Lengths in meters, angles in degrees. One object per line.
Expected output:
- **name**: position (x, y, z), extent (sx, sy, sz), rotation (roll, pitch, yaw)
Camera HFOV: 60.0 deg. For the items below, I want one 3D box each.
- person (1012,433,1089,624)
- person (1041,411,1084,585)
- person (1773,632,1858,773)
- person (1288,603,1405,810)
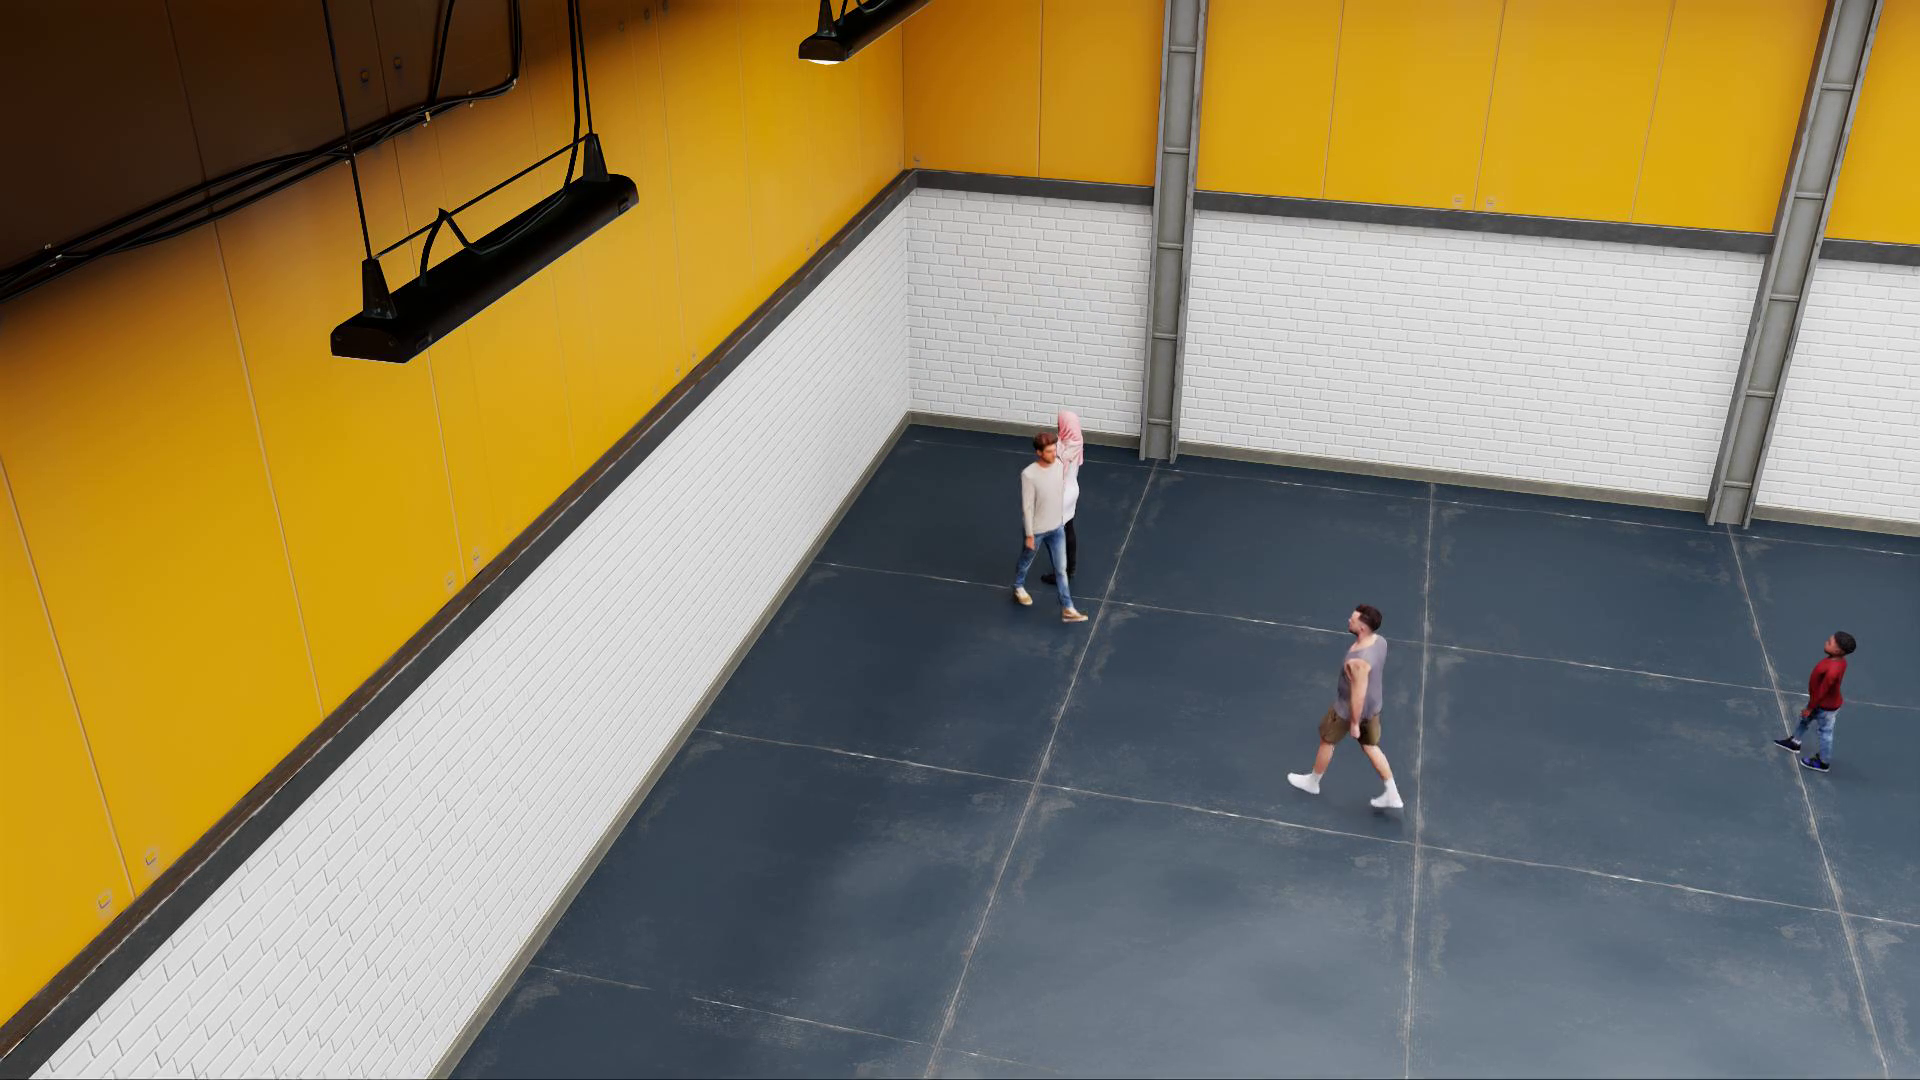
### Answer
- **person**: position (0.698, -0.147, 15.407), extent (1.169, 1.846, 1.303), rotation (-20, 34, -32)
- **person**: position (0.994, -0.410, 15.932), extent (0.688, 1.804, 0.701), rotation (16, 32, 27)
- **person**: position (7.020, 1.314, 13.360), extent (0.731, 1.241, 0.604), rotation (16, 32, 26)
- **person**: position (3.113, 1.298, 12.746), extent (1.247, 1.813, 0.989), rotation (23, 36, 36)
